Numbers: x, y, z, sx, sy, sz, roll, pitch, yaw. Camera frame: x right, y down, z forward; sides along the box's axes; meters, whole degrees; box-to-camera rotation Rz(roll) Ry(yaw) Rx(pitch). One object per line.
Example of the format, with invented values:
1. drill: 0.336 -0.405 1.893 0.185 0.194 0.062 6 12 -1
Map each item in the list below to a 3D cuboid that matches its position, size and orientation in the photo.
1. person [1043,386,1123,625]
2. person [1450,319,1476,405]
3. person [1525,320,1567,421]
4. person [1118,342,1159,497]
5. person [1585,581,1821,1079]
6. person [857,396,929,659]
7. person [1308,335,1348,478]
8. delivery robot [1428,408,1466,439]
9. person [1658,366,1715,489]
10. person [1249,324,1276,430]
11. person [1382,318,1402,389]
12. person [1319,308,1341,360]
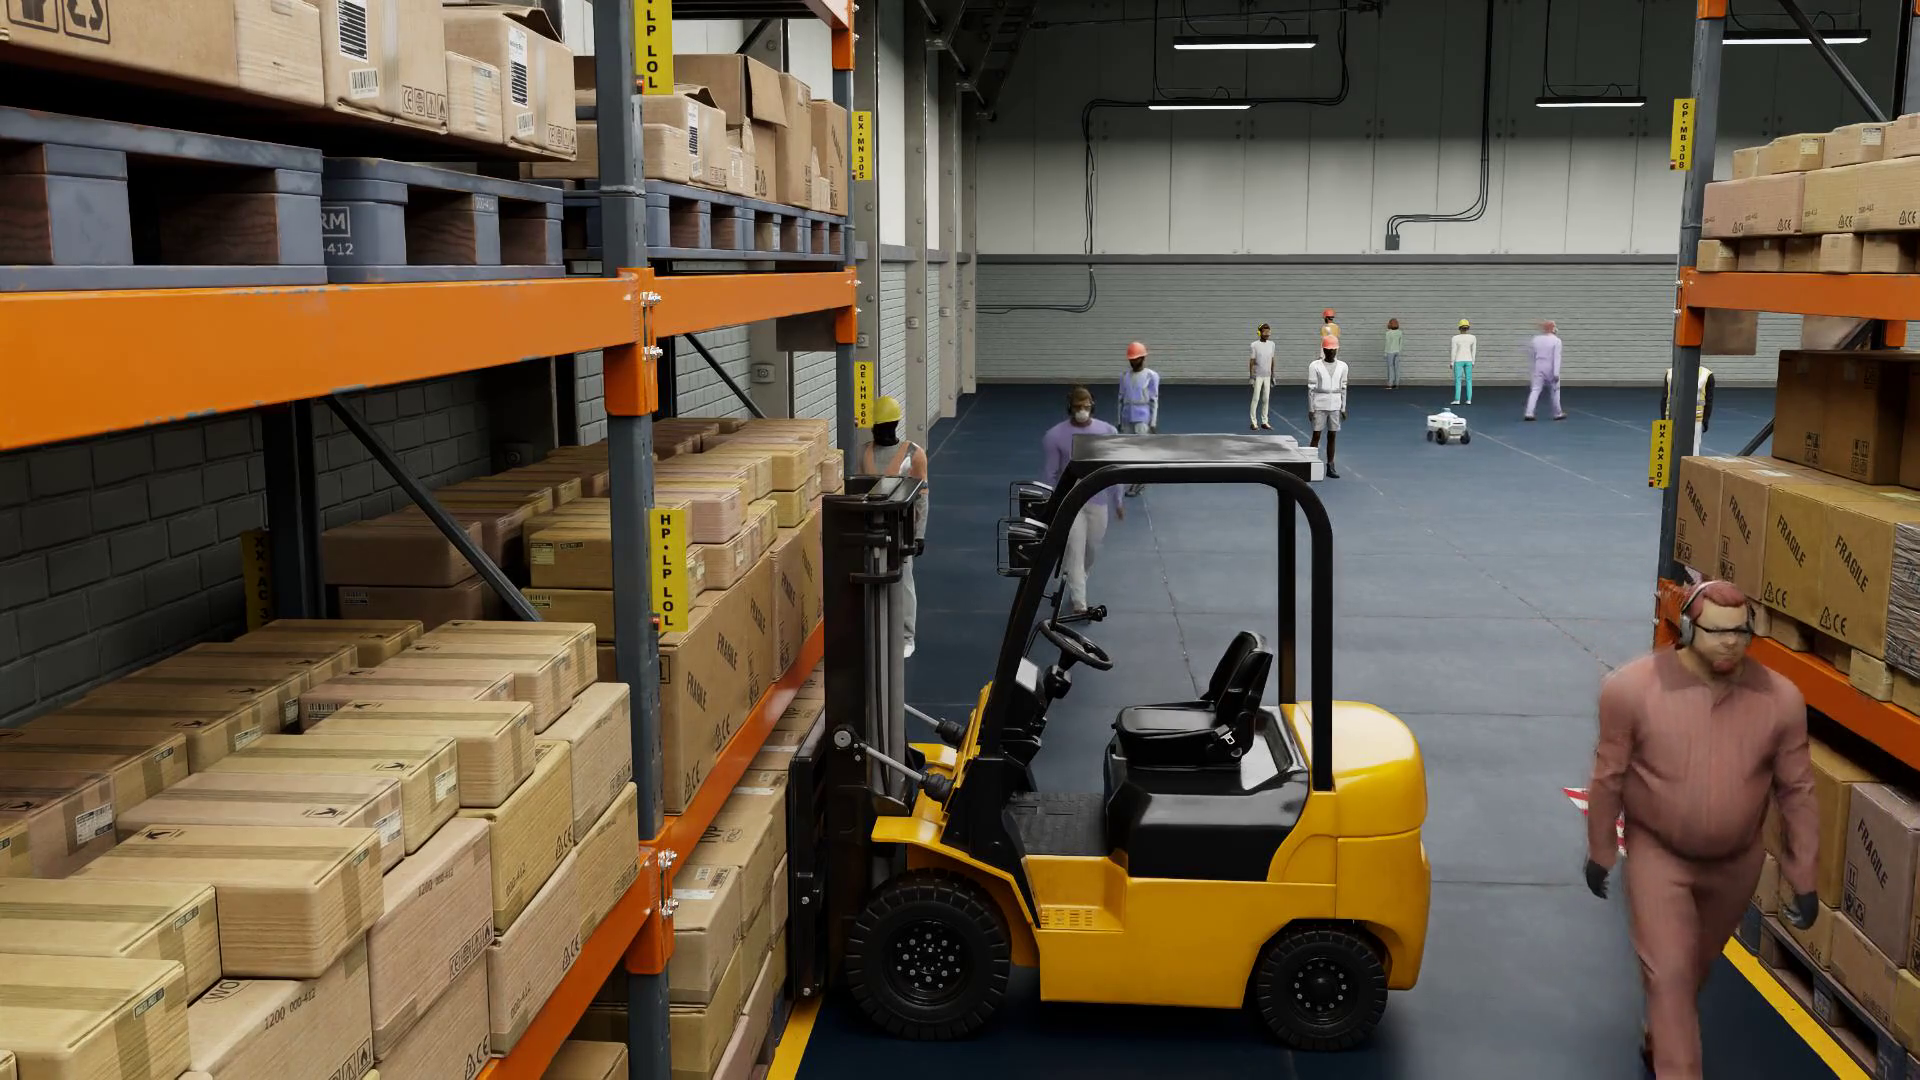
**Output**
1. person: 0.982 -0.317 13.588 0.632 1.910 0.936 -2 10 -10
2. person: 10.346 -3.657 34.230 0.523 1.769 0.317 -1 9 -6
3. person: 10.857 -3.126 30.756 0.980 1.860 0.659 -6 11 -32
4. person: 2.222 -1.517 20.803 0.552 1.921 0.700 6 11 31
5. person: 2.433 1.054 5.415 0.675 1.849 1.005 1 9 5
6. person: -0.524 -0.089 12.130 0.594 1.922 0.378 5 10 26
7. person: 4.954 -1.790 22.399 0.544 1.939 0.372 -1 9 -6
8. delivery robot: 7.860 -1.882 26.854 0.477 0.478 0.707 -2 10 -13
9. person: 9.239 -1.543 21.196 0.624 1.844 0.429 6 11 33
10. person: 5.277 -2.838 29.007 0.516 1.861 0.312 -4 10 -25
11. person: 10.074 -4.337 38.742 0.507 1.636 0.273 -6 11 -31
12. person: 7.997 -4.055 36.115 0.545 1.942 0.349 -7 12 -38
